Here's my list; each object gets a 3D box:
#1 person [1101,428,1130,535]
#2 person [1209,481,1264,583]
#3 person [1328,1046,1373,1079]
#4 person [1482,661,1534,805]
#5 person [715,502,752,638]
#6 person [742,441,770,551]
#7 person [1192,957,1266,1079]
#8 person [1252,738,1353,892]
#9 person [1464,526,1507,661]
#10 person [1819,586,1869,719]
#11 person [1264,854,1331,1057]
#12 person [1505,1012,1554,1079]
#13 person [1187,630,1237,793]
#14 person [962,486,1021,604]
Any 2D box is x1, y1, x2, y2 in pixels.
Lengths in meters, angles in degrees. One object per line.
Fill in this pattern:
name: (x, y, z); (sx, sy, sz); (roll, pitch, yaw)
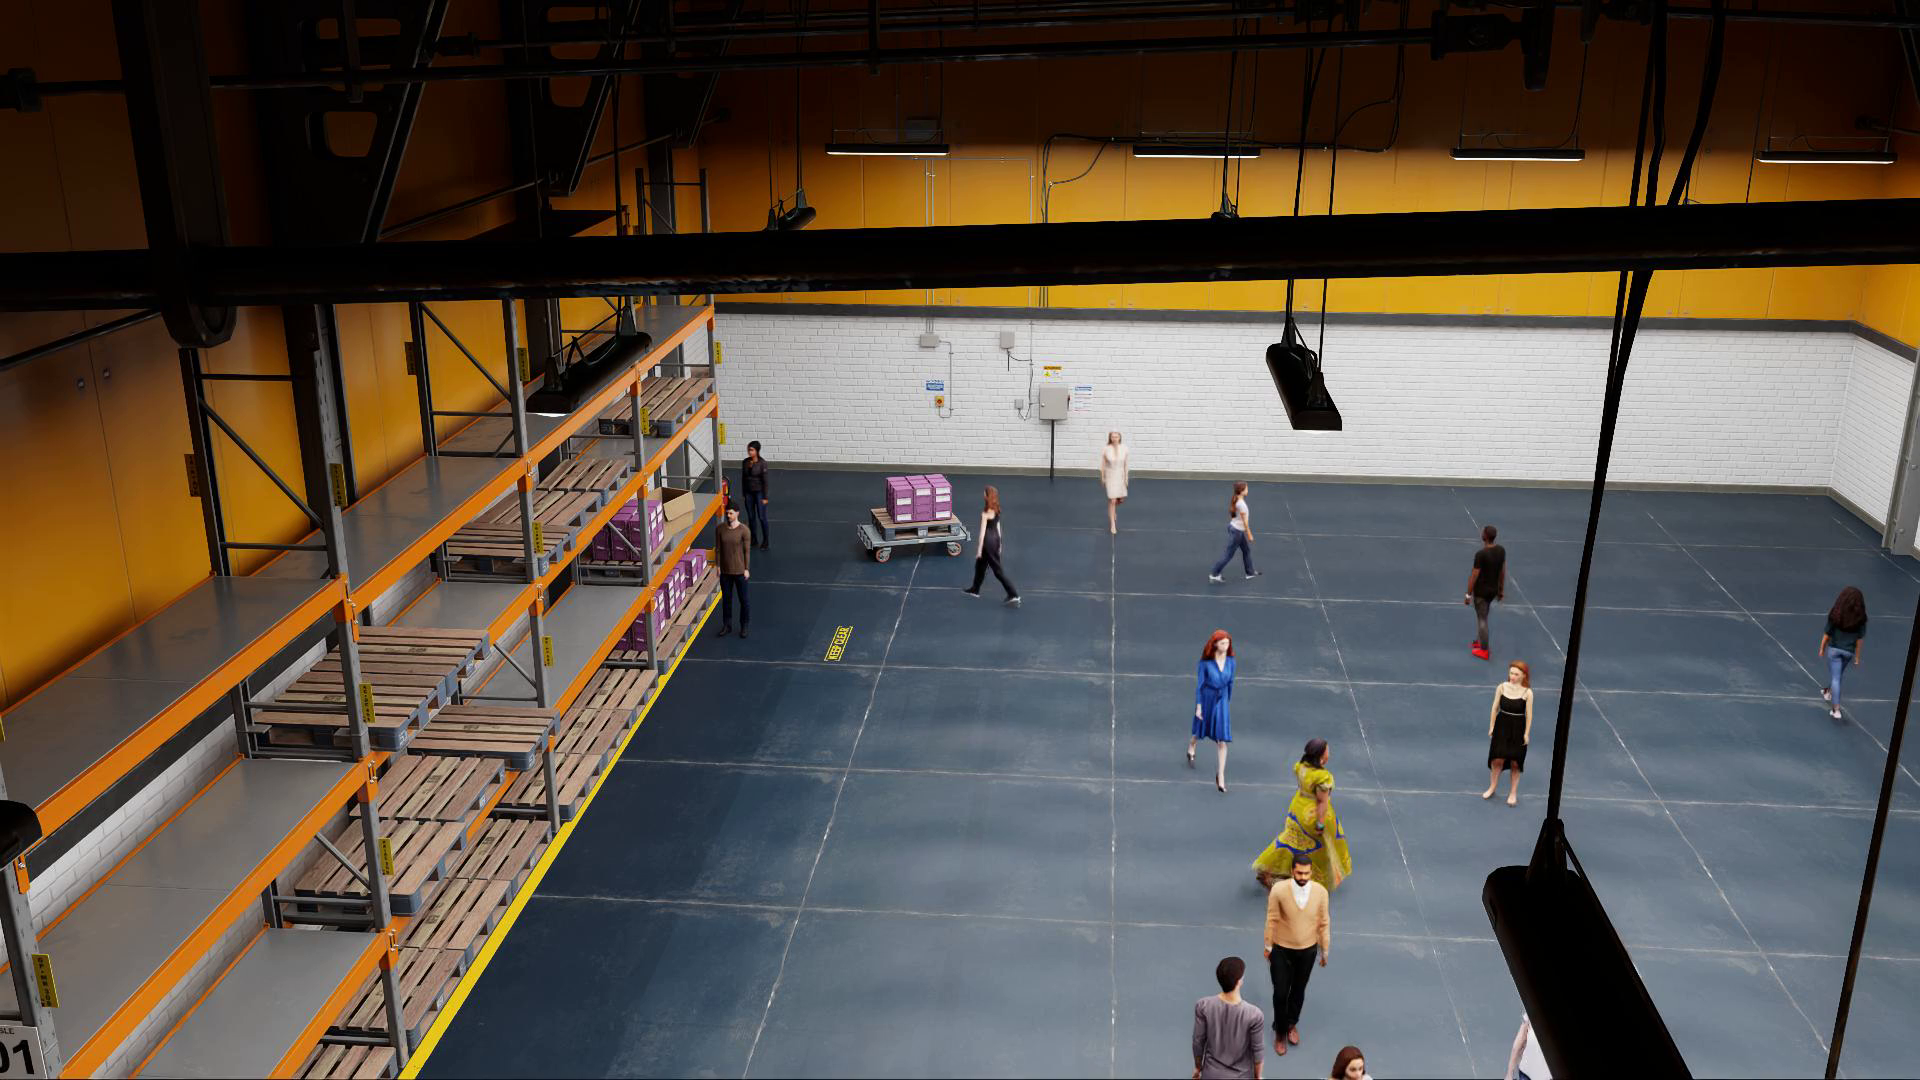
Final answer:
person: (2.475, -0.971, 26.782); (0.683, 1.724, 0.833); (-2, 19, -5)
person: (4.023, -0.096, 24.494); (0.736, 1.527, 1.052); (-2, 19, -6)
person: (2.725, 4.196, 11.848); (0.781, 1.464, 1.001); (-6, 20, -17)
person: (5.950, 2.055, 17.952); (0.672, 1.625, 0.696); (11, 22, 30)
person: (-3.060, 0.384, 22.502); (0.658, 1.889, 0.583); (3, 19, 9)
person: (-3.185, -0.701, 25.950); (0.687, 1.744, 0.676); (9, 21, 24)
person: (1.952, 3.892, 12.146); (0.722, 1.851, 0.632); (7, 20, 19)
person: (3.304, 2.696, 16.046); (1.228, 1.627, 1.372); (-8, 20, -21)
person: (6.930, 0.707, 21.697); (0.836, 1.790, 0.876); (-9, 21, -26)
person: (10.624, 1.381, 20.039); (0.701, 1.571, 1.116); (5, 19, 14)
person: (2.776, 3.364, 13.878); (0.710, 1.745, 0.745); (-1, 19, -2)
person: (4.318, 3.937, 12.221); (0.925, 1.717, 0.839); (-18, 25, -42)
person: (2.750, 1.830, 18.358); (0.837, 1.794, 1.191); (-3, 19, -10)
person: (0.519, 0.107, 23.616); (0.969, 1.703, 1.178); (10, 21, 27)
